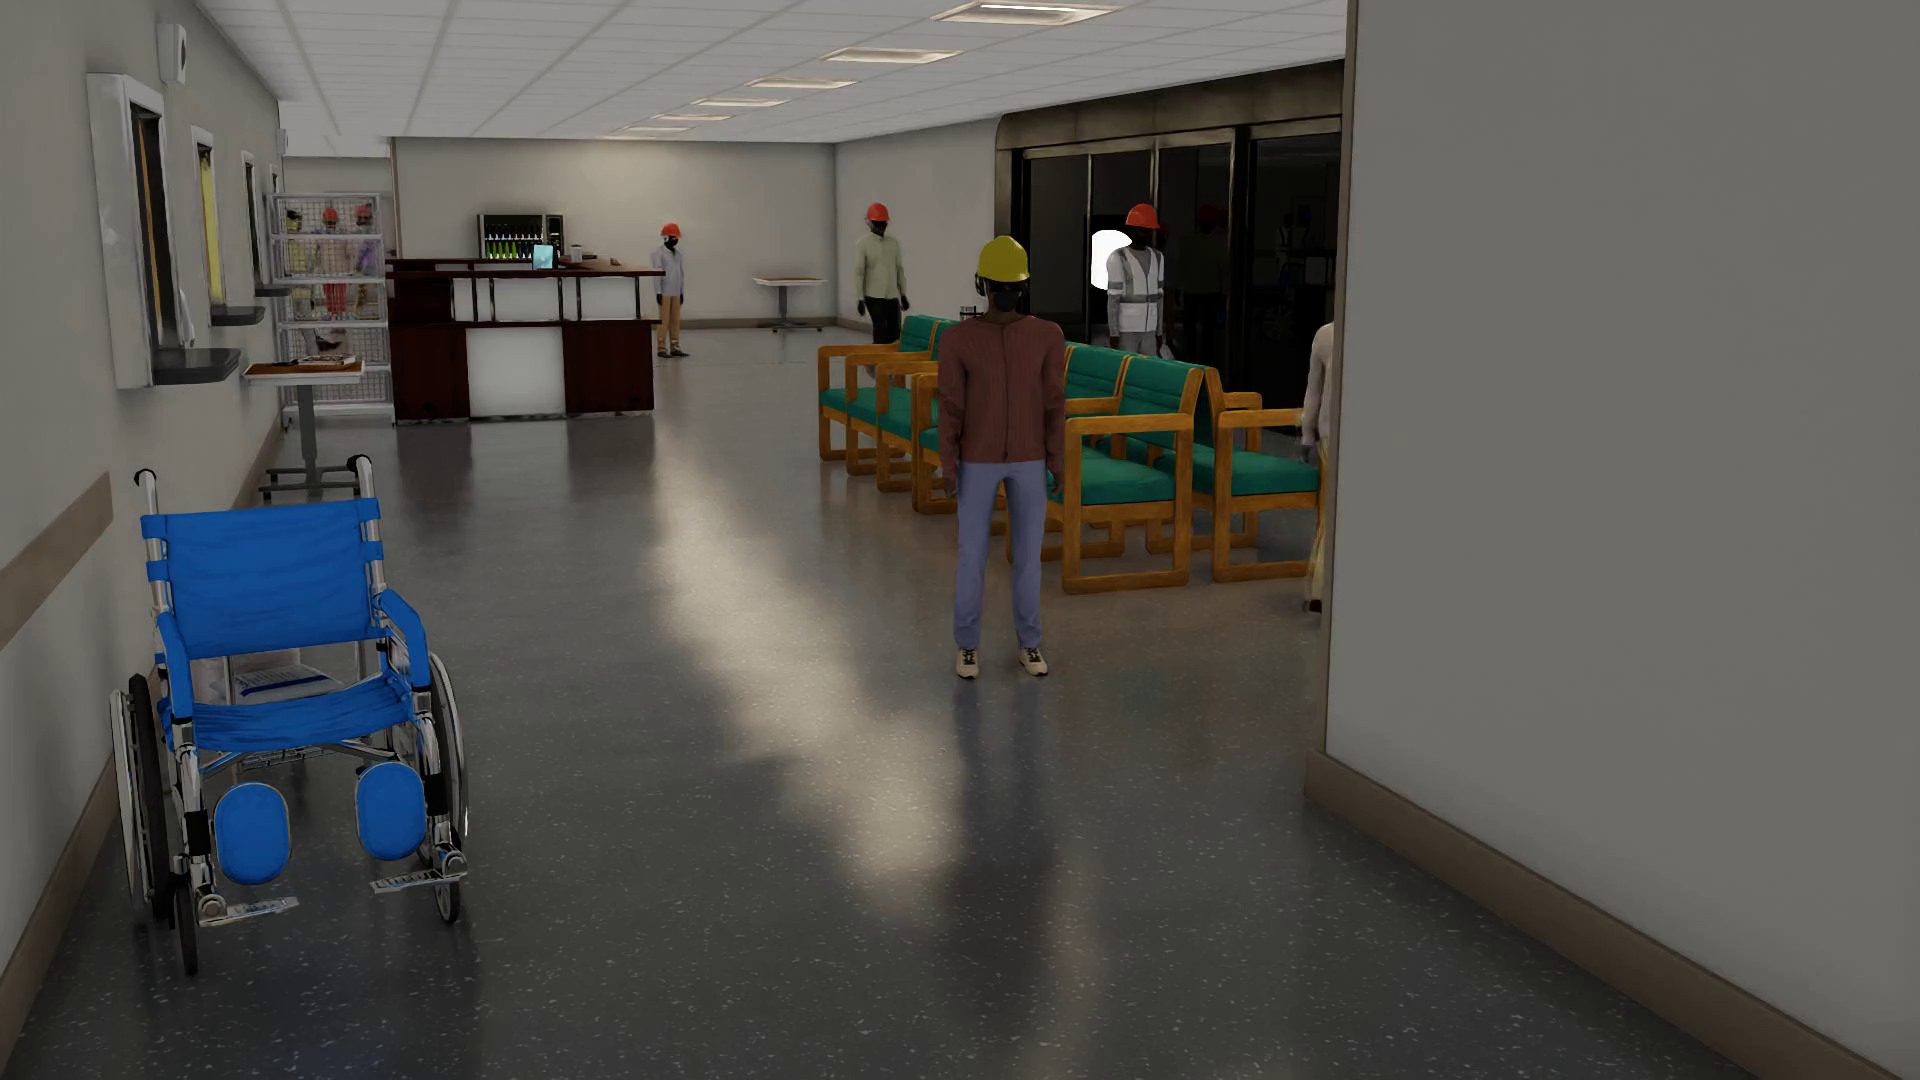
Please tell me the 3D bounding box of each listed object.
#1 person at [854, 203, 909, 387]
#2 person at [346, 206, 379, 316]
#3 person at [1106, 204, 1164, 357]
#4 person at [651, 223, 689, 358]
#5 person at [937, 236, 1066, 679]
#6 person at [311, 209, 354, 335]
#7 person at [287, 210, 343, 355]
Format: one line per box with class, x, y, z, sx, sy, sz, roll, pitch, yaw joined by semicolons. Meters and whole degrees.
person;-0.861;-2.663;18.071;0.647;1.973;0.729;-10;15;-41
person;-10.697;-4.949;29.746;0.980;2.000;0.609;-4;12;-18
person;1.419;-1.701;13.268;0.546;1.929;0.387;-7;13;-32
person;-3.759;-3.238;21.618;0.361;1.743;0.566;6;13;29
person;0.168;-0.312;6.580;0.518;1.756;0.349;-2;11;-13
person;-9.768;-4.174;25.877;0.624;1.955;0.886;-2;11;-10
person;-8.702;-3.344;21.729;1.050;1.900;0.612;-6;13;-28
